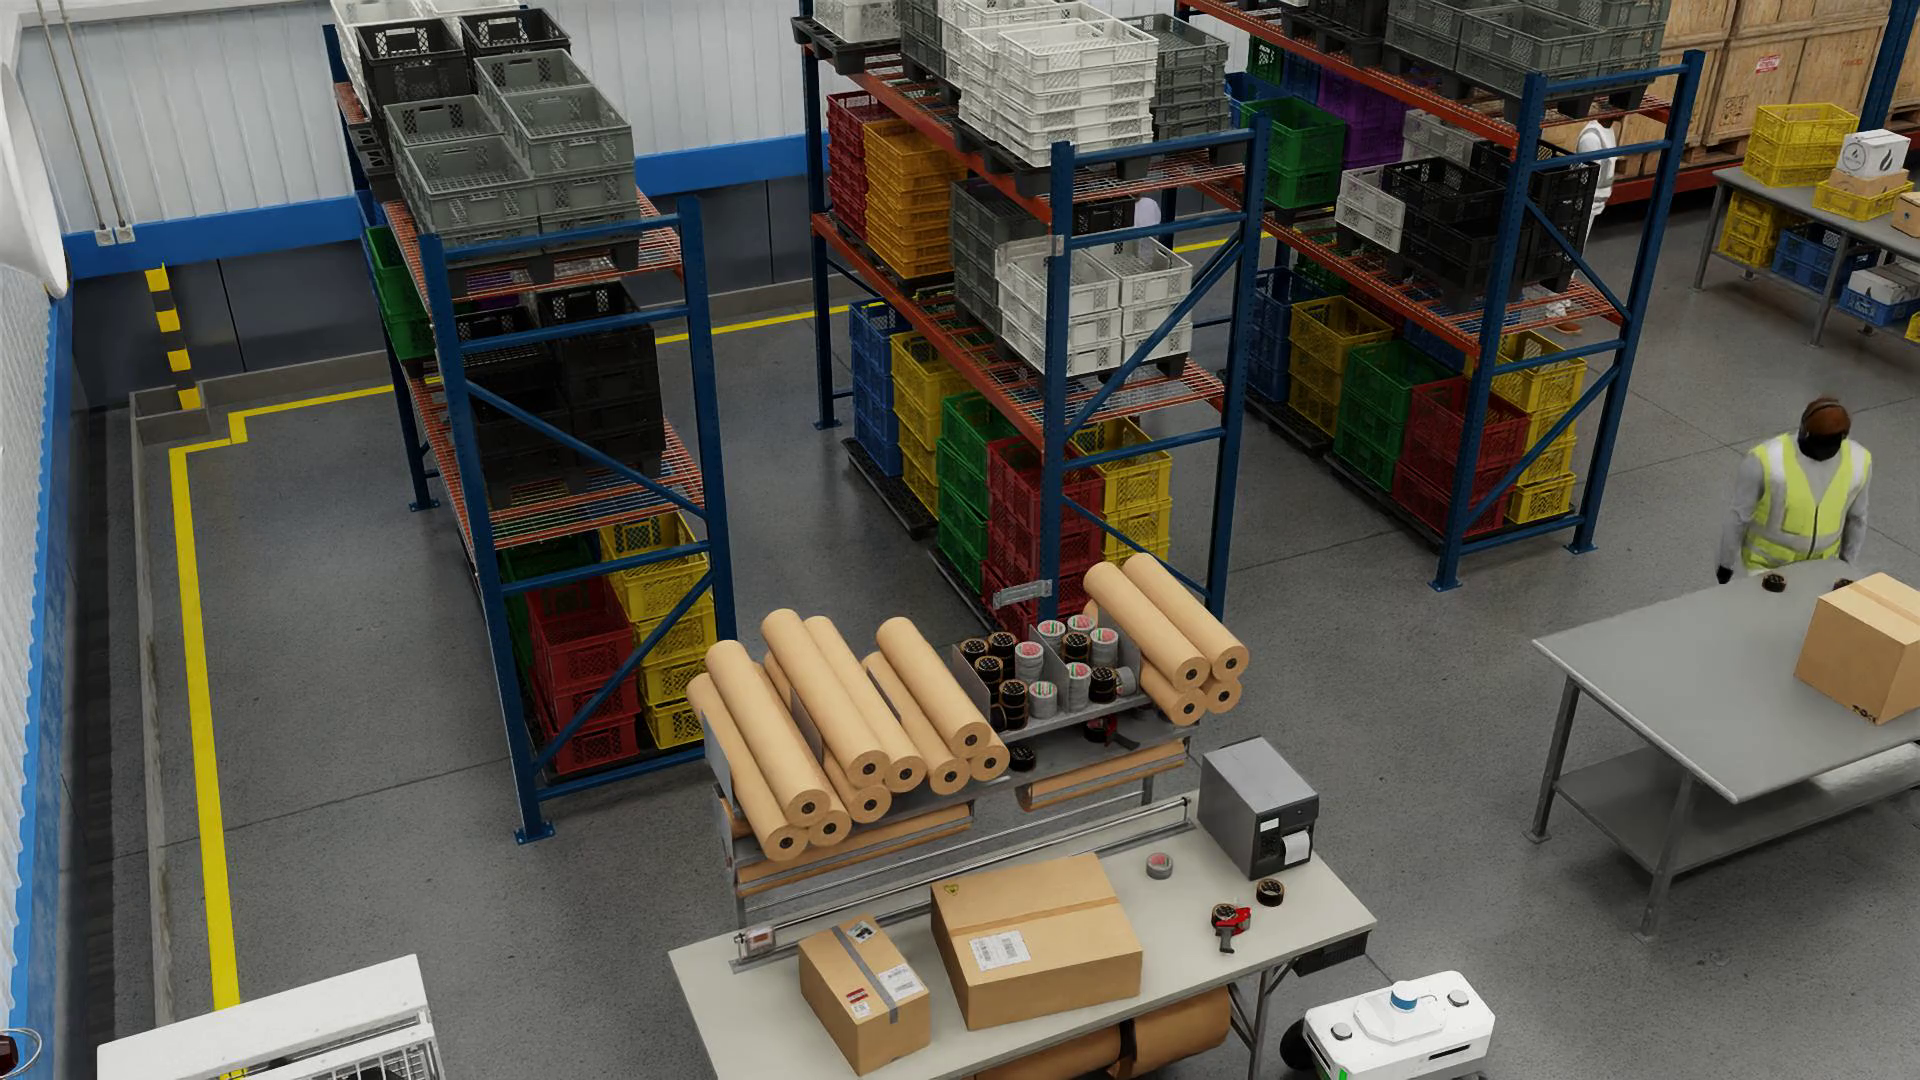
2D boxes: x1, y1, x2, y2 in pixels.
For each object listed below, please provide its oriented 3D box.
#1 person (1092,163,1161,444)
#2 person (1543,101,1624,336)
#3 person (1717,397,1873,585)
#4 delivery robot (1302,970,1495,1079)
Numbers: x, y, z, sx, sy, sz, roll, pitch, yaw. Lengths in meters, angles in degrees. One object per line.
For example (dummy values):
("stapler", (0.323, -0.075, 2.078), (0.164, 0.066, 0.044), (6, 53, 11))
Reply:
("person", (1.061, -1.557, 10.894), (0.372, 1.940, 0.630), (16, 35, 24))
("person", (4.688, -2.490, 12.463), (0.360, 1.883, 0.574), (16, 35, 24))
("person", (4.154, 0.114, 8.315), (0.676, 1.797, 0.668), (0, 32, 1))
("delivery robot", (1.702, 1.921, 6.470), (0.707, 0.478, 0.477), (-10, 33, -16))
